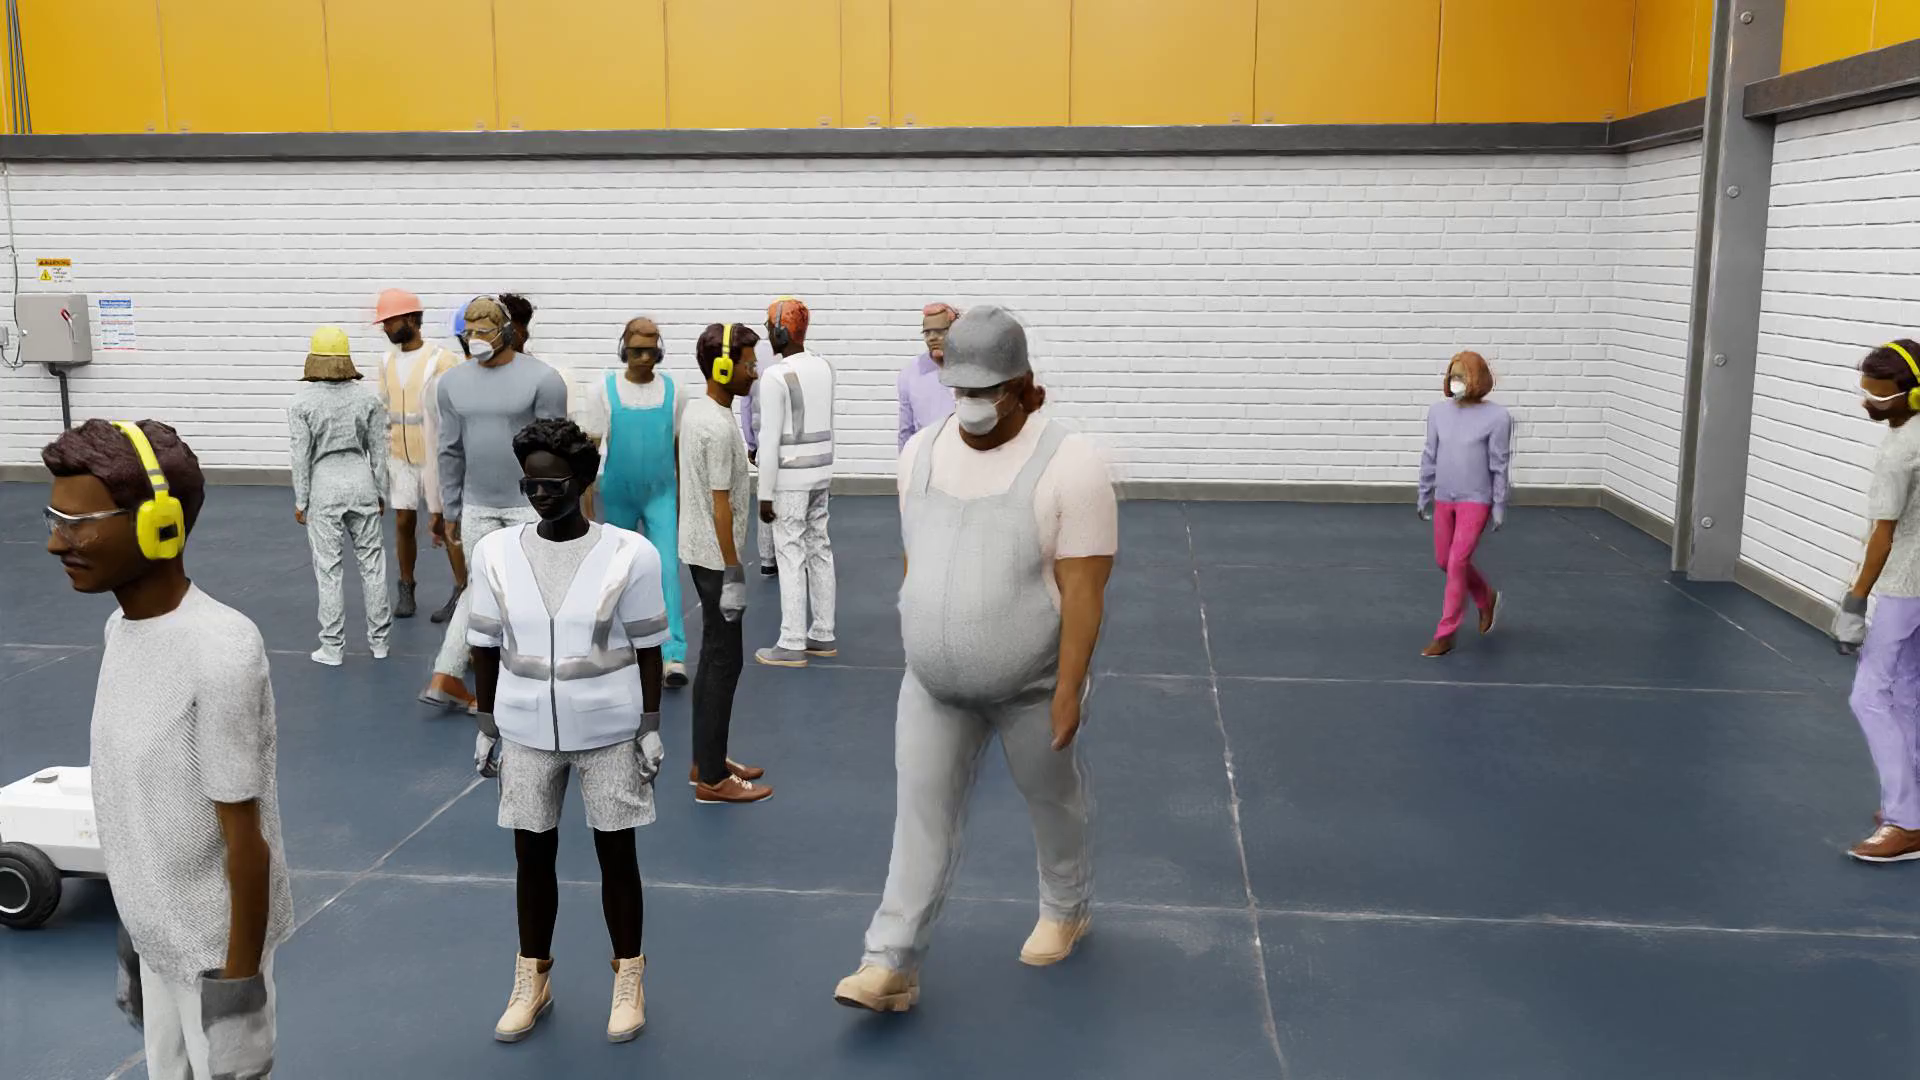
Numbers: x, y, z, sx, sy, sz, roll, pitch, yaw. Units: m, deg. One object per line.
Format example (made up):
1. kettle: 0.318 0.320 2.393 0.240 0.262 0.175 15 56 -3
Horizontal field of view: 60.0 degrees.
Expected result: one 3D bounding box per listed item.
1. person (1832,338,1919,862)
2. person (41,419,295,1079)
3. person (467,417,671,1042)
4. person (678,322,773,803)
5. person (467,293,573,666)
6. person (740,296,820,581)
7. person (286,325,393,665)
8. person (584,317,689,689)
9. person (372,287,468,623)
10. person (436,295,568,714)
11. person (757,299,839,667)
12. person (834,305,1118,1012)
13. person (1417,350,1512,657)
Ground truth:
1. person: 3.326 0.207 5.860 0.649 1.830 0.342 -8 13 -38
2. person: -1.303 0.720 2.815 0.511 1.862 0.325 9 14 43
3. person: -1.045 0.514 4.452 0.540 1.695 0.317 0 10 2
4. person: -0.913 0.095 6.411 0.332 1.857 0.528 -3 10 -18
5. person: -2.292 -0.323 8.662 0.608 1.907 1.024 2 10 14
6. person: -1.114 -0.645 10.699 0.591 1.833 0.403 3 10 16
7. person: -3.196 -0.228 8.571 0.485 1.744 0.295 -8 12 -37
8. person: -1.570 -0.175 8.118 0.540 1.789 0.973 -3 10 -16
9. person: -3.107 -0.491 9.575 0.576 1.927 0.389 4 11 21
10. person: -2.076 -0.143 7.572 0.635 1.928 0.383 2 10 12
11. person: -0.835 -0.290 8.536 0.356 1.879 0.574 6 12 31
12. person: 0.086 0.301 4.691 0.693 2.000 1.013 5 11 27
13. person: 2.701 -0.211 8.846 0.716 1.608 0.510 -8 13 -38
